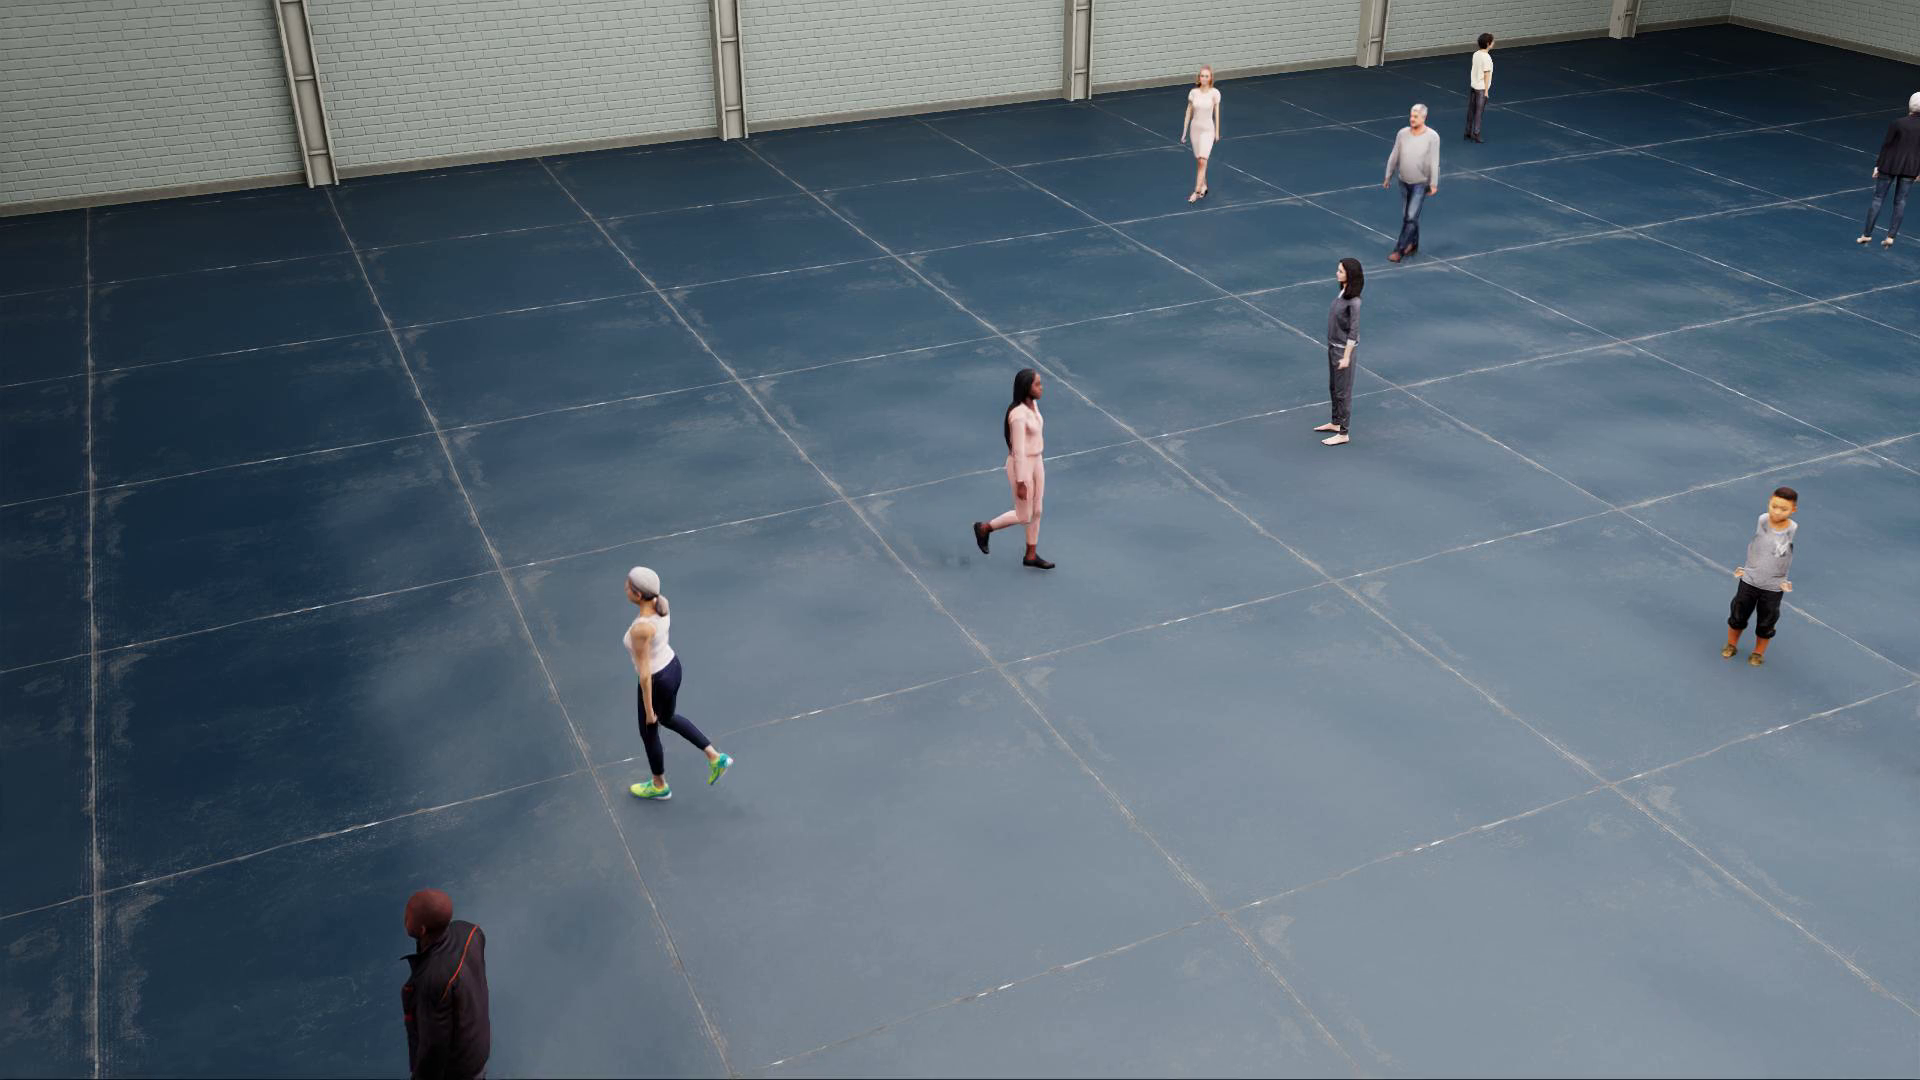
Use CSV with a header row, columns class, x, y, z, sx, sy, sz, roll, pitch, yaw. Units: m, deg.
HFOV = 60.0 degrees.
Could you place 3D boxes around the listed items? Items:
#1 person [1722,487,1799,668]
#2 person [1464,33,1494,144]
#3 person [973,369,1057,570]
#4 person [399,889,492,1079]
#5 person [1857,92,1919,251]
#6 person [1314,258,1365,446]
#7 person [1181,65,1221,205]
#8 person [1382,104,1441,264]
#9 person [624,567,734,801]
class,x,y,z,sx,sy,sz,roll,pitch,yaw
person,5.792,0.221,11.947,0.630,1.453,0.645,18,33,30
person,7.808,-6.795,24.977,0.532,1.589,0.625,-7,29,-13
person,0.435,-0.534,13.093,1.012,1.708,0.957,10,30,18
person,-2.247,2.339,7.580,0.996,1.820,0.892,-1,28,-1
person,10.458,-4.149,18.596,0.818,1.779,0.791,9,29,16
person,3.529,-1.748,15.315,0.640,1.764,0.669,-1,28,-3
person,3.258,-5.408,22.151,0.978,1.797,1.098,14,31,24
person,5.505,-4.301,19.995,1.186,1.871,0.982,-24,36,-38
person,-1.791,0.924,10.381,1.012,1.685,0.924,7,29,13
